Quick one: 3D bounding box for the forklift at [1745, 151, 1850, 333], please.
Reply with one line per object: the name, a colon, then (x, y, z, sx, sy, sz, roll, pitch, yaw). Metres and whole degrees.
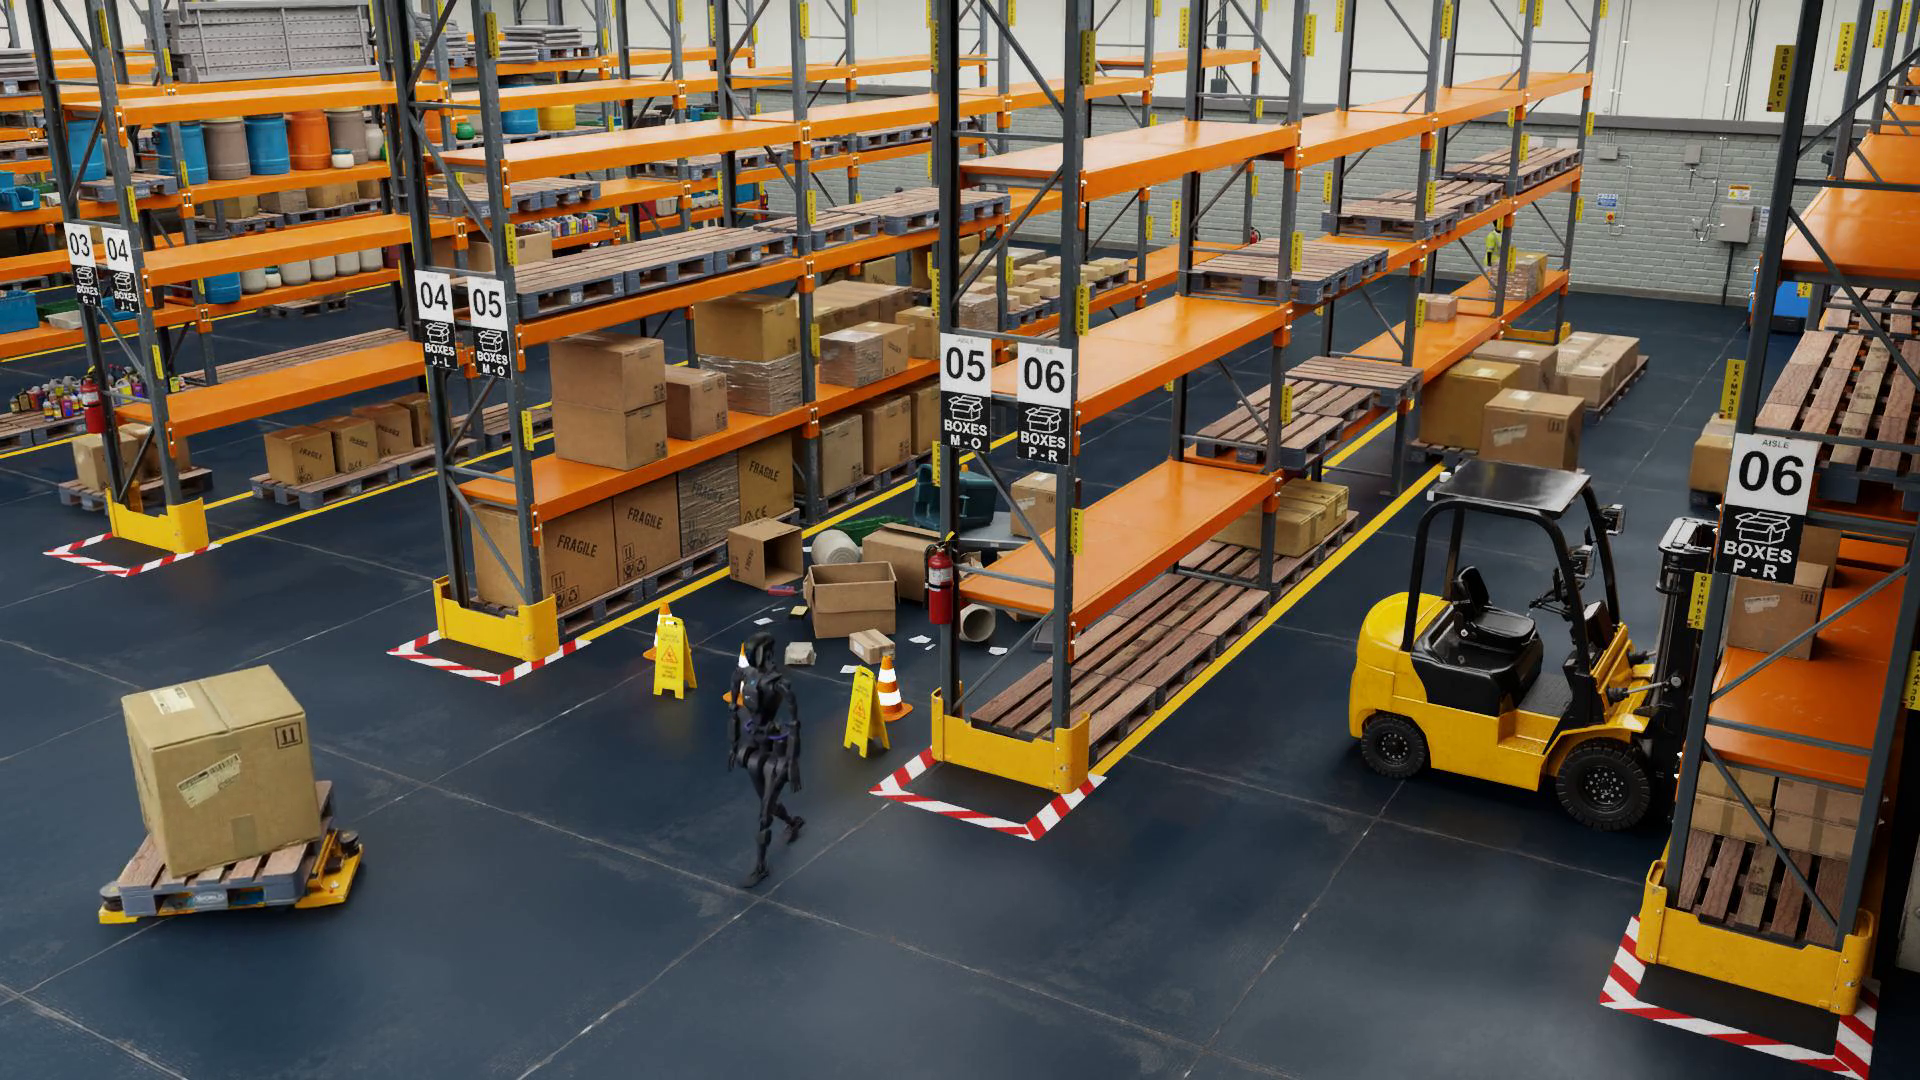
forklift: (13.620, -4.667, 26.137, 1.873, 2.768, 1.129, 11, 22, 29)

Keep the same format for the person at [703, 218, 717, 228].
person: (-5.237, -7.062, 34.863, 0.489, 1.687, 0.347, -5, 20, -14)

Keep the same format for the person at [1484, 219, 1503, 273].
person: (8.892, -4.573, 27.643, 0.316, 1.697, 0.541, 16, 25, 39)

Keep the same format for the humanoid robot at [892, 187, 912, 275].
humanoid robot: (-1.107, -5.851, 31.391, 0.611, 1.635, 0.418, 2, 19, 7)

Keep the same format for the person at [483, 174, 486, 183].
person: (-10.391, -7.730, 36.620, 0.331, 1.801, 0.521, 9, 21, 25)

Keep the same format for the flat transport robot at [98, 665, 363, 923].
flat transport robot: (-4.578, 2.111, 10.510, 1.431, 0.231, 0.659, -3, 19, -9)

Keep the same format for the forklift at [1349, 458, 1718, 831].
forklift: (3.988, 0.658, 11.776, 2.313, 2.155, 1.214, 11, 22, 29)

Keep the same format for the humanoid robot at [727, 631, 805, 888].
humanoid robot: (-1.225, 1.343, 10.666, 0.613, 1.631, 0.789, 12, 22, 31)
